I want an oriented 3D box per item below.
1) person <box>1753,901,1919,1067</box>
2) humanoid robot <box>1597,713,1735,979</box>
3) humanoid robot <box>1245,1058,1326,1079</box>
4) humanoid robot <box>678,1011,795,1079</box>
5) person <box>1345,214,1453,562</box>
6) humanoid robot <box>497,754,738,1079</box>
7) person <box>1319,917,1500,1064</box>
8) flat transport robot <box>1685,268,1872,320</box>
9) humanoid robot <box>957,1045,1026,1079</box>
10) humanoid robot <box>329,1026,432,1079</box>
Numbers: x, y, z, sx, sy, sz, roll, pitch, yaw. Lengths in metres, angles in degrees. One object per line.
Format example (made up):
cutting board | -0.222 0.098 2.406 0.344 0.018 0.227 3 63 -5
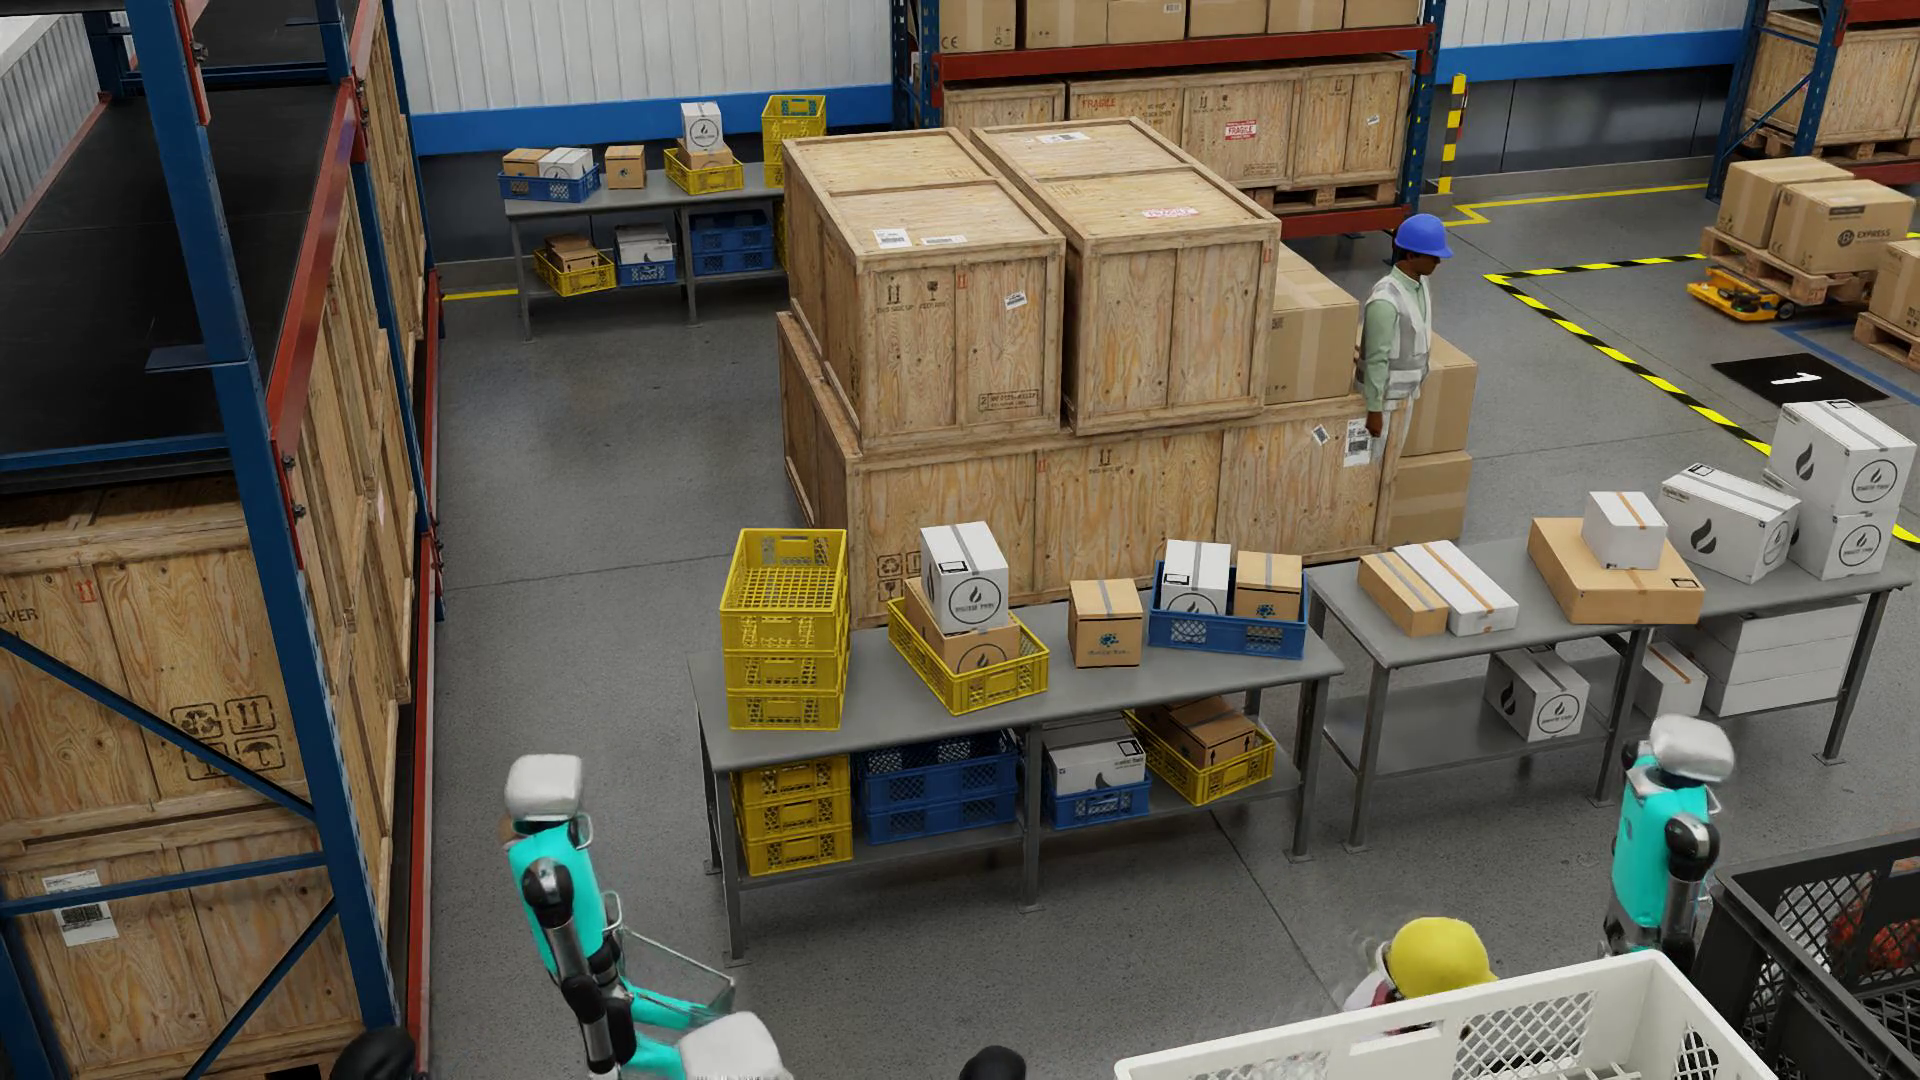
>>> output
person | 2.224 1.717 4.368 0.563 1.832 0.975 18 34 29
humanoid robot | 2.269 1.371 5.183 0.631 1.864 0.549 1 29 2
humanoid robot | 0.483 1.987 4.011 0.906 1.775 0.575 -1 29 -1
humanoid robot | -0.675 1.932 4.010 0.704 1.727 0.534 -17 33 -28
person | 2.294 -0.791 8.828 0.410 1.939 0.606 19 34 30
humanoid robot | -0.929 1.360 5.062 0.770 1.724 0.532 -8 30 -14
person | 1.090 1.693 4.481 0.947 1.776 0.600 10 30 17
flat transport robot | 6.320 -1.920 12.573 1.431 0.197 0.652 -7 30 -13
humanoid robot | 0.066 1.896 4.209 0.600 1.656 0.342 11 31 19
humanoid robot | -1.351 1.892 4.253 0.590 1.631 0.721 12 31 21
